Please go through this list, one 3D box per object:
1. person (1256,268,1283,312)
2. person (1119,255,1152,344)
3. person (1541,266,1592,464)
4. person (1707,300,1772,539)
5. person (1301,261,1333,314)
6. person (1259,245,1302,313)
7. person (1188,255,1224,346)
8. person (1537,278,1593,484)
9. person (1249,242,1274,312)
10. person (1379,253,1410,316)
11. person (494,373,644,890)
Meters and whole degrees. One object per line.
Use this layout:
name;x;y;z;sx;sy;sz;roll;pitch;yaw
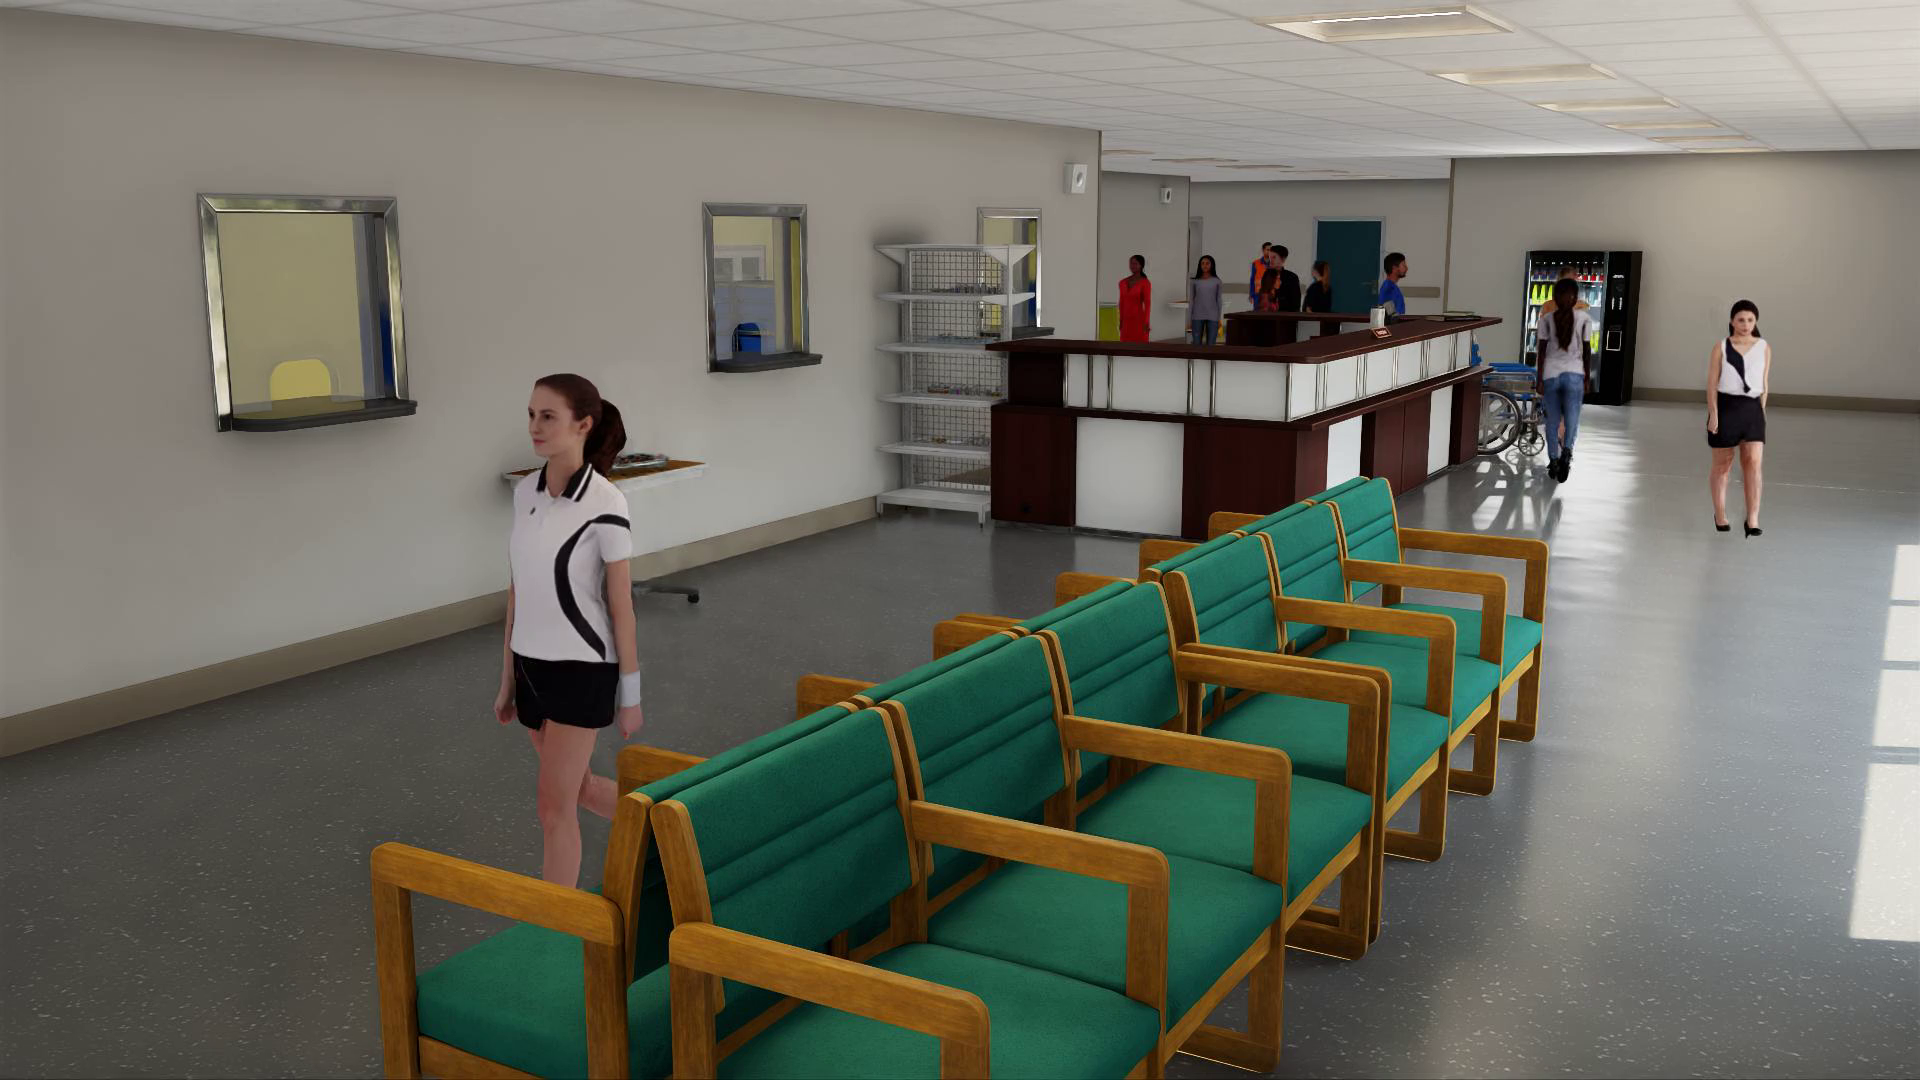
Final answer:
person;3.208;-2.069;18.003;1.078;1.648;0.617;6;12;29
person;2.228;-2.635;20.690;1.017;1.758;0.767;8;13;36
person;5.335;-1.517;14.767;0.798;1.770;0.756;9;14;40
person;5.356;-0.830;11.544;0.988;1.621;0.849;2;11;9
person;4.728;-2.824;21.894;0.736;1.680;0.770;-6;12;-29
person;3.625;-2.399;19.004;0.620;1.923;0.819;10;15;43
person;3.385;-3.047;22.922;0.577;1.734;0.734;2;11;11
person;5.012;-1.296;13.795;1.037;1.698;0.769;4;11;20
person;5.175;-4.154;28.450;0.827;1.849;0.909;-1;11;-7
person;4.310;-1.991;17.053;1.191;1.848;0.833;3;11;13
person;-1.069;0.397;4.801;1.054;1.725;0.668;7;13;34
